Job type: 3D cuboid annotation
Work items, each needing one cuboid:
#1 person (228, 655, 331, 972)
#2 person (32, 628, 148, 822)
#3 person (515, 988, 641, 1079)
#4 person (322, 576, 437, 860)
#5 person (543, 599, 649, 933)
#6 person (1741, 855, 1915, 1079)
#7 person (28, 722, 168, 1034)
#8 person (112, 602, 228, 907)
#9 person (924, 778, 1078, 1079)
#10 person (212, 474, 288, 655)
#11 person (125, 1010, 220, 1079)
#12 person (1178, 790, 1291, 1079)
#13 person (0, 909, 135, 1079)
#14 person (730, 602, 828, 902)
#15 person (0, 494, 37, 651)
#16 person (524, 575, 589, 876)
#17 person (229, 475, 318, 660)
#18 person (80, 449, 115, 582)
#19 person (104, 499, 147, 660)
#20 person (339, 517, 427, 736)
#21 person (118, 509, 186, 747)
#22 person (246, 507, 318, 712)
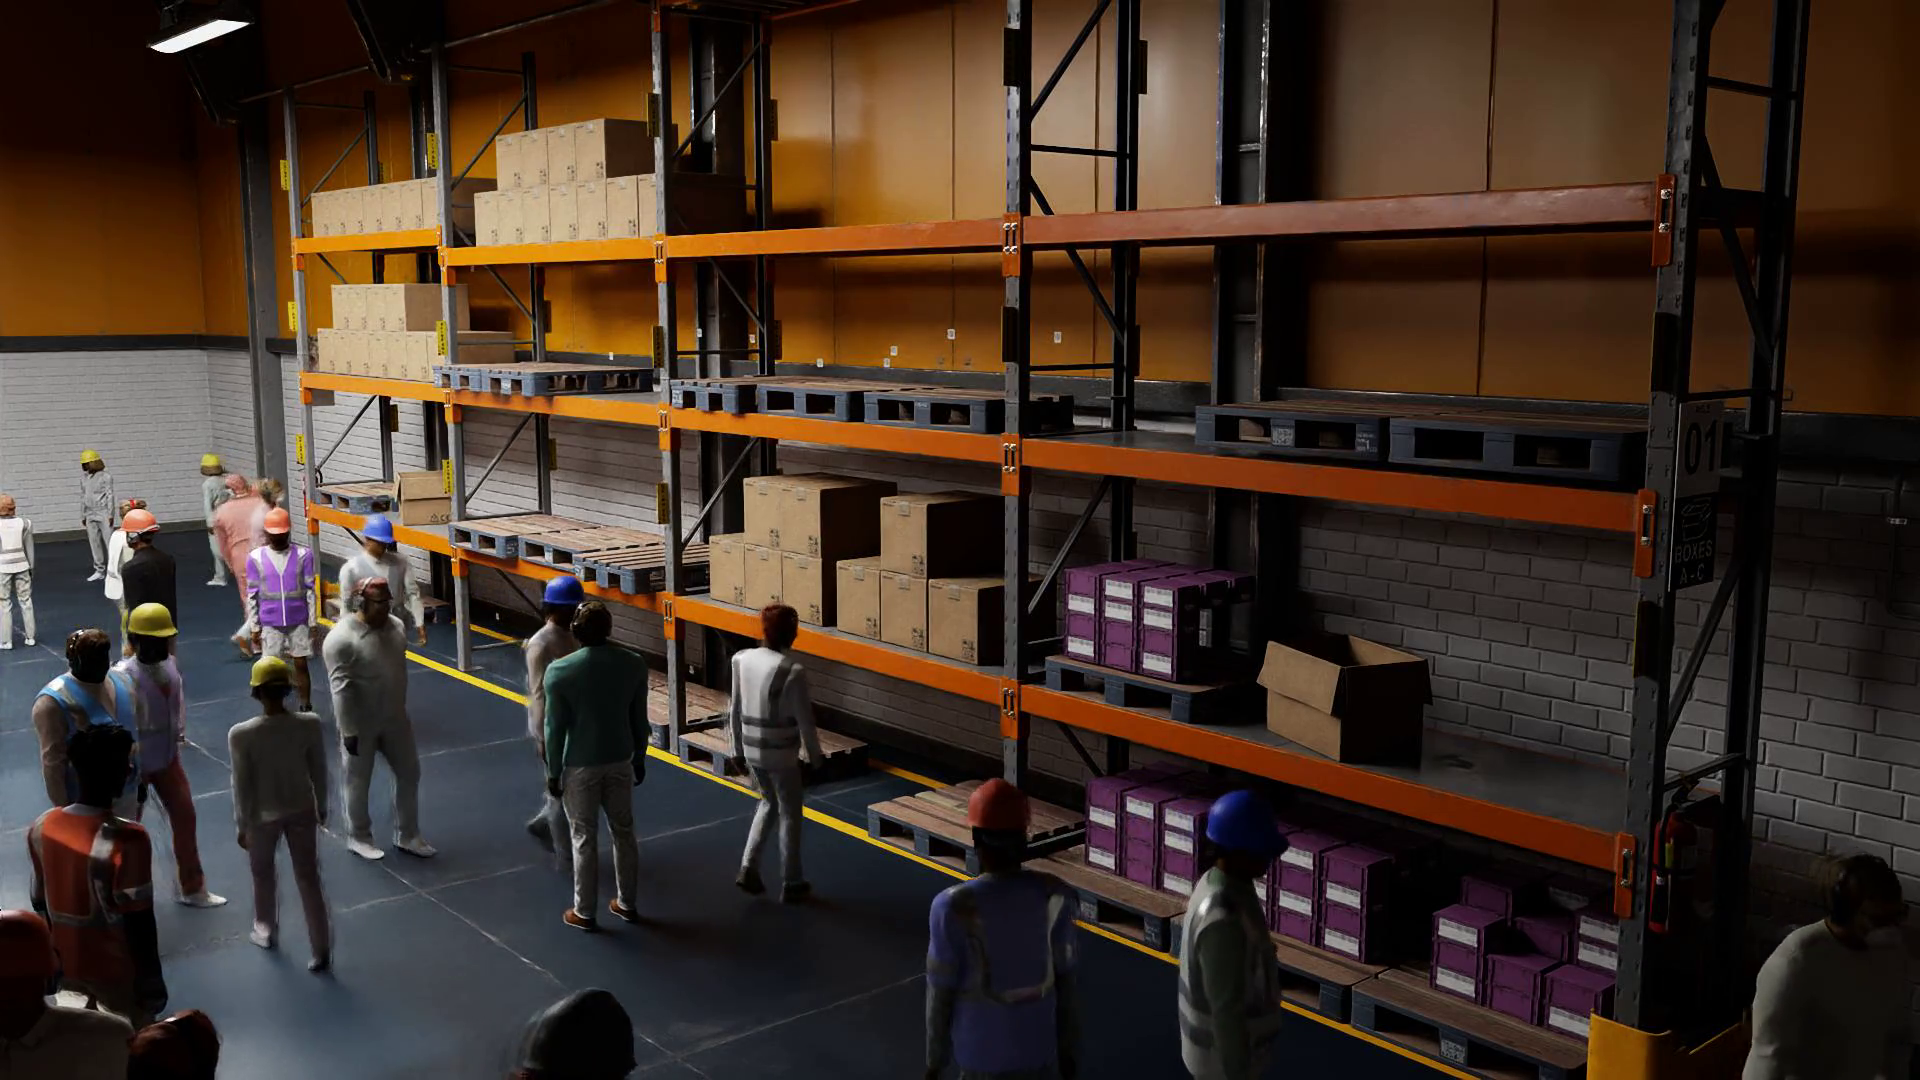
[{"bbox_3d":[-3.700,1.485,9.115,0.538,1.726,0.892,-7,11,-39],"label":"person"},{"bbox_3d":[-4.817,1.399,9.312,0.429,1.843,0.632,3,9,19],"label":"person"},{"bbox_3d":[-0.959,2.060,4.027,0.719,2.000,0.544,6,10,37],"label":"person"},{"bbox_3d":[-3.737,1.170,10.742,0.724,1.878,0.665,6,10,35],"label":"person"},{"bbox_3d":[-2.106,1.305,9.676,0.628,1.932,0.372,-6,10,-35],"label":"person"},{"bbox_3d":[2.853,1.920,5.460,0.730,1.902,0.584,-5,10,-32],"label":"person"},{"bbox_3d":[-3.474,1.706,6.777,0.604,1.957,0.368,4,9,24],"label":"person"},{"bbox_3d":[-4.943,1.290,9.953,0.927,1.889,0.605,2,8,13],"label":"person"},{"bbox_3d":[0.139,1.829,6.076,0.559,1.904,0.469,-4,9,-25],"label":"person"},{"bbox_3d":[-7.383,0.239,17.359,0.713,1.852,0.833,-4,9,-23],"label":"person"},{"bbox_3d":[-1.922,2.106,4.308,0.582,1.876,0.379,3,9,20],"label":"person"},{"bbox_3d":[0.975,1.831,5.984,0.404,1.948,0.619,1,8,10],"label":"person"},{"bbox_3d":[-2.620,1.991,4.711,0.621,1.985,0.408,-3,9,-23],"label":"person"},{"bbox_3d":[-1.100,1.285,10.028,0.615,1.869,0.479,7,10,38],"label":"person"},{"bbox_3d":[-9.944,0.335,17.403,0.307,1.639,0.525,6,10,36],"label":"person"},{"bbox_3d":[-2.545,1.174,10.559,0.497,1.934,0.639,2,9,17],"label":"person"},{"bbox_3d":[-6.960,0.293,16.770,0.784,1.915,0.654,-2,8,-15],"label":"person"},{"bbox_3d":[-11.226,-0.317,21.628,0.490,1.730,0.324,2,8,13],"label":"person"},{"bbox_3d":[-7.623,0.545,15.274,0.407,1.835,0.568,-6,10,-34],"label":"person"},{"bbox_3d":[-4.725,0.752,13.686,0.599,1.871,1.053,-8,11,-44],"label":"person"},{"bbox_3d":[-6.505,0.742,13.342,0.394,1.994,0.612,1,8,6],"label":"person"},{"bbox_3d":[-5.707,0.679,14.040,0.546,1.927,0.390,-4,9,-23],"label":"person"}]
